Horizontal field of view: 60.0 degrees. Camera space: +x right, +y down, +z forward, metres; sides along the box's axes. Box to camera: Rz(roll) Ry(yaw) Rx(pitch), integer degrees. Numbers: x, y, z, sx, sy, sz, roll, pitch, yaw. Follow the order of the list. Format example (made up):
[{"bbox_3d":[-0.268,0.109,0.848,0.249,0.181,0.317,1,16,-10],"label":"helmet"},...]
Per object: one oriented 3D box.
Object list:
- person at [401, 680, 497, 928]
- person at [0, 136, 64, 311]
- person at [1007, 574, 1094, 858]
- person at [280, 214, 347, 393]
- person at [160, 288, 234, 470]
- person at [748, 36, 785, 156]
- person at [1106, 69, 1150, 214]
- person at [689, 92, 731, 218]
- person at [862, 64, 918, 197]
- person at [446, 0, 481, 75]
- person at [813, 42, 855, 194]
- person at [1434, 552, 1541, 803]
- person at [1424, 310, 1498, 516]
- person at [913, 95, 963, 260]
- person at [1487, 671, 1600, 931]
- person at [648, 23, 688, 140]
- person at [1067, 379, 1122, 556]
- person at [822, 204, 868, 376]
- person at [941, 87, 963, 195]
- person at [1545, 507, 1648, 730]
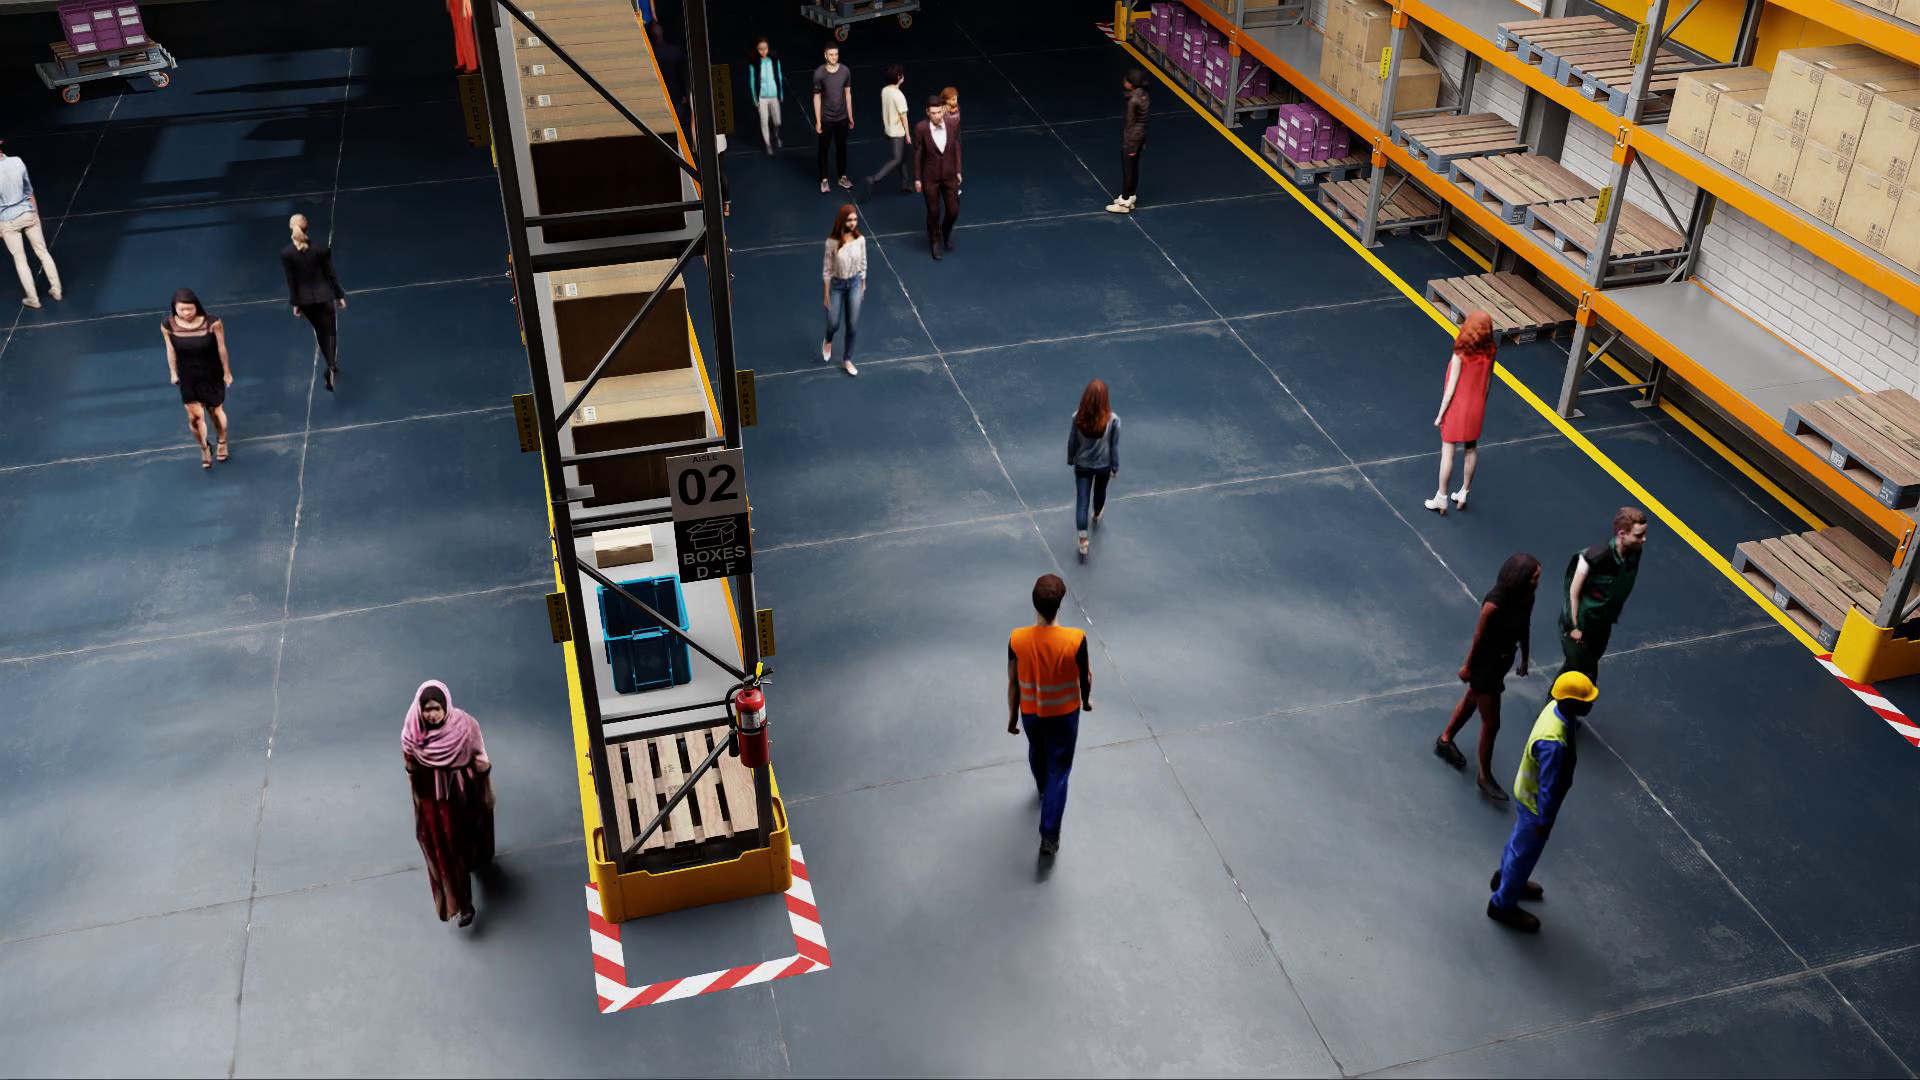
[{"bbox_3d":[-3.057,1.457,10.004,0.649,1.614,1.057,-9,35,-13],"label":"person"},{"bbox_3d":[-9.573,-3.263,16.894,0.746,1.848,0.725,26,41,33],"label":"person"},{"bbox_3d":[0.555,1.117,10.301,1.018,1.852,1.311,5,34,8],"label":"person"},{"bbox_3d":[-5.943,-2.143,15.361,0.640,1.680,1.003,-7,34,-10],"label":"person"},{"bbox_3d":[-6.490,-1.428,14.277,0.671,1.690,0.619,-7,34,-11],"label":"person"},{"bbox_3d":[-2.411,-5.543,20.650,0.587,1.487,0.586,-13,36,-19],"label":"person"},{"bbox_3d":[1.986,-4.552,19.001,0.764,1.664,0.704,25,41,33],"label":"person"},{"bbox_3d":[-2.827,-4.516,18.800,0.664,1.825,0.666,-26,41,-33],"label":"person"},{"bbox_3d":[-0.806,-4.704,19.319,0.776,1.564,0.933,-15,36,-21],"label":"person"},{"bbox_3d":[-6.983,-7.458,23.247,0.780,1.803,0.667,-24,41,-32],"label":"person"},{"bbox_3d":[-1.487,-4.980,19.554,0.683,1.762,0.595,-15,37,-22],"label":"person"},{"bbox_3d":[3.410,0.790,10.922,0.822,1.709,1.019,-20,39,-28],"label":"person"},{"bbox_3d":[4.112,-1.039,13.567,0.605,1.827,0.527,-11,35,-16],"label":"person"},{"bbox_3d":[-0.234,-3.953,17.943,0.723,1.836,0.760,-6,34,-10],"label":"person"},{"bbox_3d":[3.414,1.489,9.777,0.800,1.812,0.716,14,36,20],"label":"person"},{"bbox_3d":[-3.500,-5.245,19.929,0.698,1.790,1.112,-9,35,-13],"label":"person"},{"bbox_3d":[1.037,-0.559,13.191,0.839,1.445,1.062,6,34,9],"label":"person"},{"bbox_3d":[-1.126,-2.386,15.700,0.646,1.709,0.799,-11,35,-16],"label":"person"},{"bbox_3d":[-0.171,-4.732,19.607,0.802,1.291,0.710,27,42,34],"label":"person"},{"bbox_3d":[4.196,0.511,11.245,0.715,1.816,0.707,-14,36,-20],"label":"person"}]
